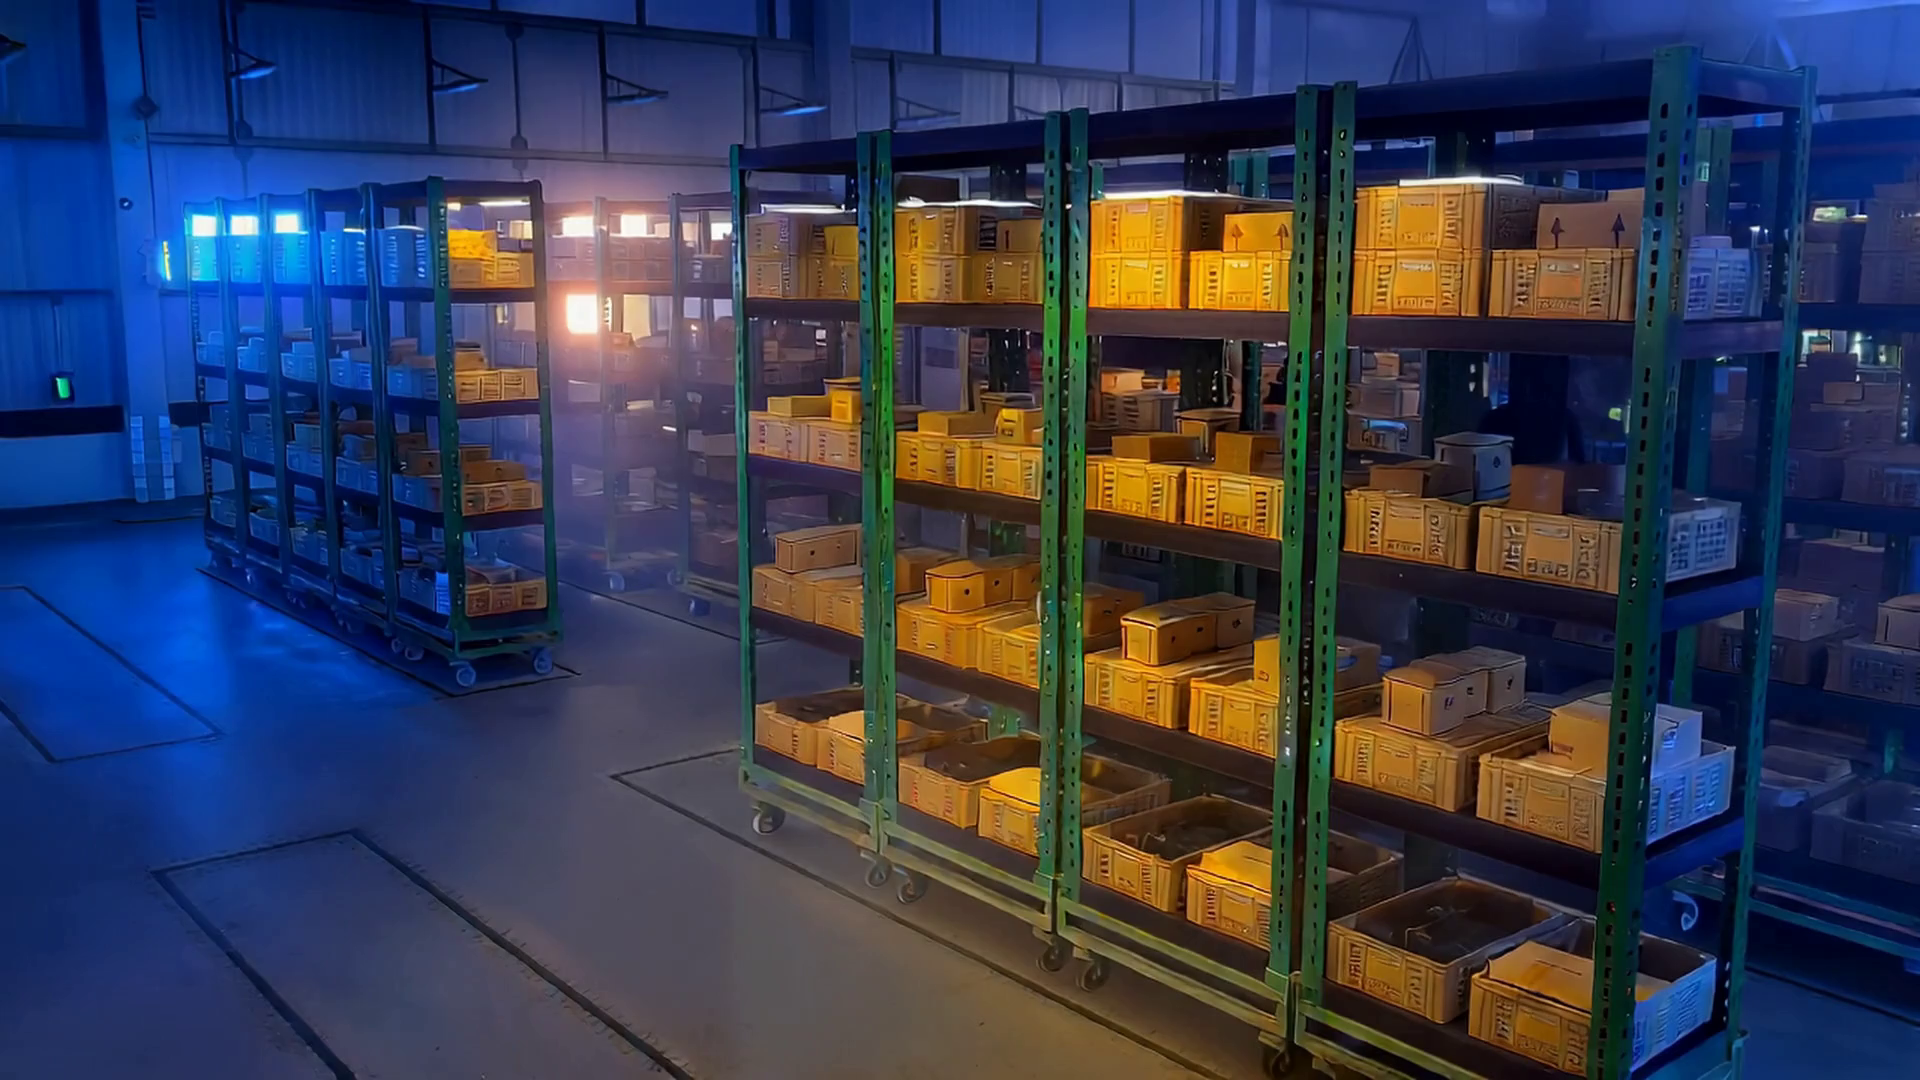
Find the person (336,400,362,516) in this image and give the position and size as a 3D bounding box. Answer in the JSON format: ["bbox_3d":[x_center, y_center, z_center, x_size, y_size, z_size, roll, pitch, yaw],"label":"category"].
[{"bbox_3d":[-6.164,-0.691,16.849,0.388,1.848,0.564,-2,10,-15],"label":"person"}]
